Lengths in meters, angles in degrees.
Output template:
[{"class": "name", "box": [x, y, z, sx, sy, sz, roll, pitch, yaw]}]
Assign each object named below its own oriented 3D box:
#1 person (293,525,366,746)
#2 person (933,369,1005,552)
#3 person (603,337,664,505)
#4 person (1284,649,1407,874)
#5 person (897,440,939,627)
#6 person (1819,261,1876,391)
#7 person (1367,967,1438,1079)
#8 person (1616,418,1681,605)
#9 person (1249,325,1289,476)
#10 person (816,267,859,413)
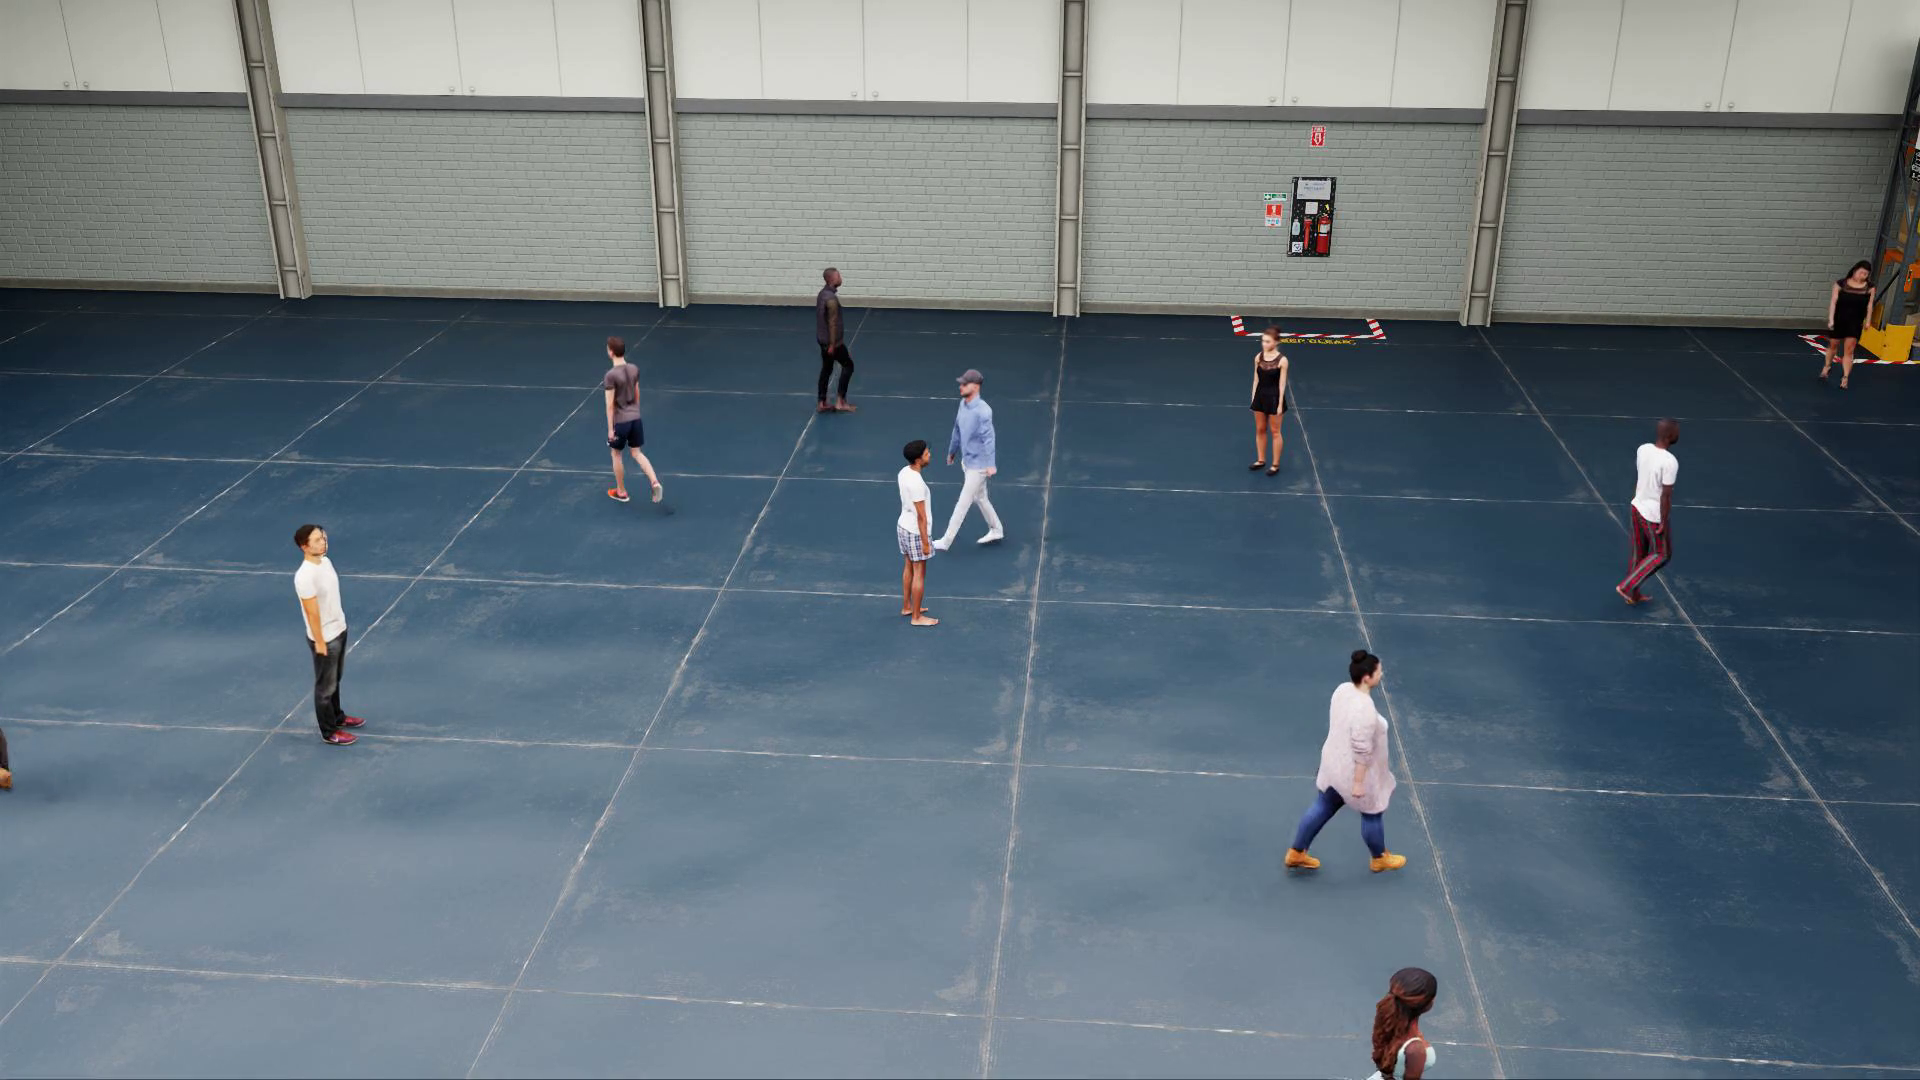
[{"class": "person", "box": [-4.973, 0.718, 12.998, 0.587, 1.804, 0.677, -2, 23, -4]}, {"class": "person", "box": [0.223, -0.781, 16.471, 1.233, 1.846, 1.023, -10, 25, -23]}, {"class": "person", "box": [-3.470, -1.224, 17.526, 1.127, 1.834, 0.990, 17, 28, 34]}, {"class": "person", "box": [2.555, 1.533, 11.210, 1.165, 1.703, 0.882, -4, 23, -9]}, {"class": "person", "box": [-0.404, -0.083, 14.971, 0.674, 1.735, 0.707, -8, 24, -17]}, {"class": "person", "box": [11.401, -2.789, 21.433, 0.990, 1.658, 0.961, 16, 28, 34]}, {"class": "person", "box": [2.020, 2.832, 8.151, 1.055, 1.707, 0.807, -7, 24, -16]}, {"class": "person", "box": [6.233, -0.230, 15.202, 0.854, 1.824, 0.798, -7, 24, -16]}, {"class": "person", "box": [3.455, -1.570, 18.536, 0.674, 1.681, 0.752, 19, 30, 38]}, {"class": "person", "box": [-1.663, -2.431, 20.384, 0.862, 1.819, 0.833, -8, 24, -19]}]
